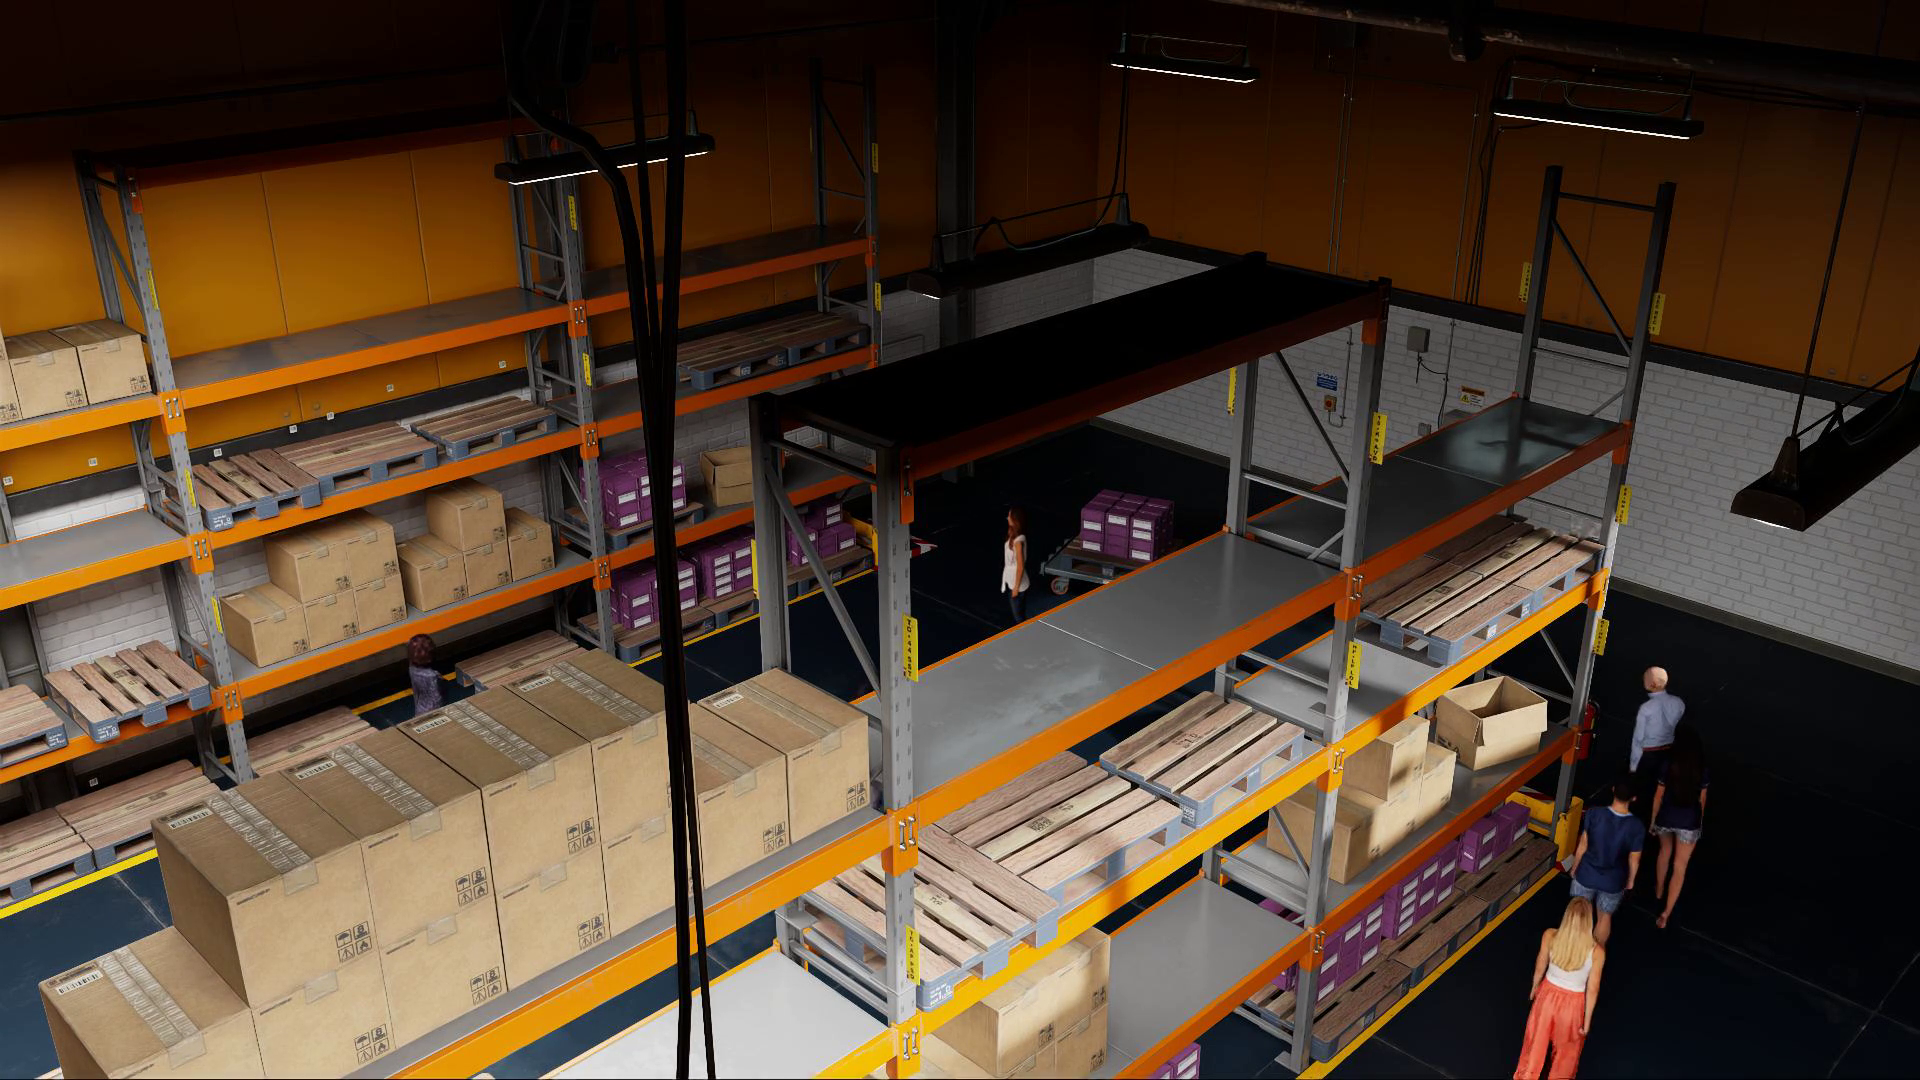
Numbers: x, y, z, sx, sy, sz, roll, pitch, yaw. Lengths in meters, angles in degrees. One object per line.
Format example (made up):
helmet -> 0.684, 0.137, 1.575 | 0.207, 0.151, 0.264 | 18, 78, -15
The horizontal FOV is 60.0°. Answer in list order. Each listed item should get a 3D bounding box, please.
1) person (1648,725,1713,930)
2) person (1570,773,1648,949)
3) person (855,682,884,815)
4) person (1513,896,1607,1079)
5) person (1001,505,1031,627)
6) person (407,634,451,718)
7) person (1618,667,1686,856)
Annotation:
person -> 5.920, 2.396, 13.731 | 0.821, 1.730, 1.133 | 11, 26, 24
person -> 5.030, 2.657, 13.006 | 0.782, 1.832, 0.876 | 9, 25, 19
person -> -0.843, 2.093, 14.434 | 0.659, 1.723, 1.132 | 21, 31, 39
person -> 4.133, 3.327, 11.567 | 0.747, 1.759, 1.256 | 16, 28, 32
person -> 0.638, 0.454, 18.107 | 0.708, 1.784, 0.664 | -2, 24, -5
person -> -4.942, 1.690, 15.403 | 0.800, 1.685, 0.641 | -20, 31, -38
person -> 6.127, 1.980, 14.639 | 0.923, 1.766, 0.974 | -4, 24, -9
